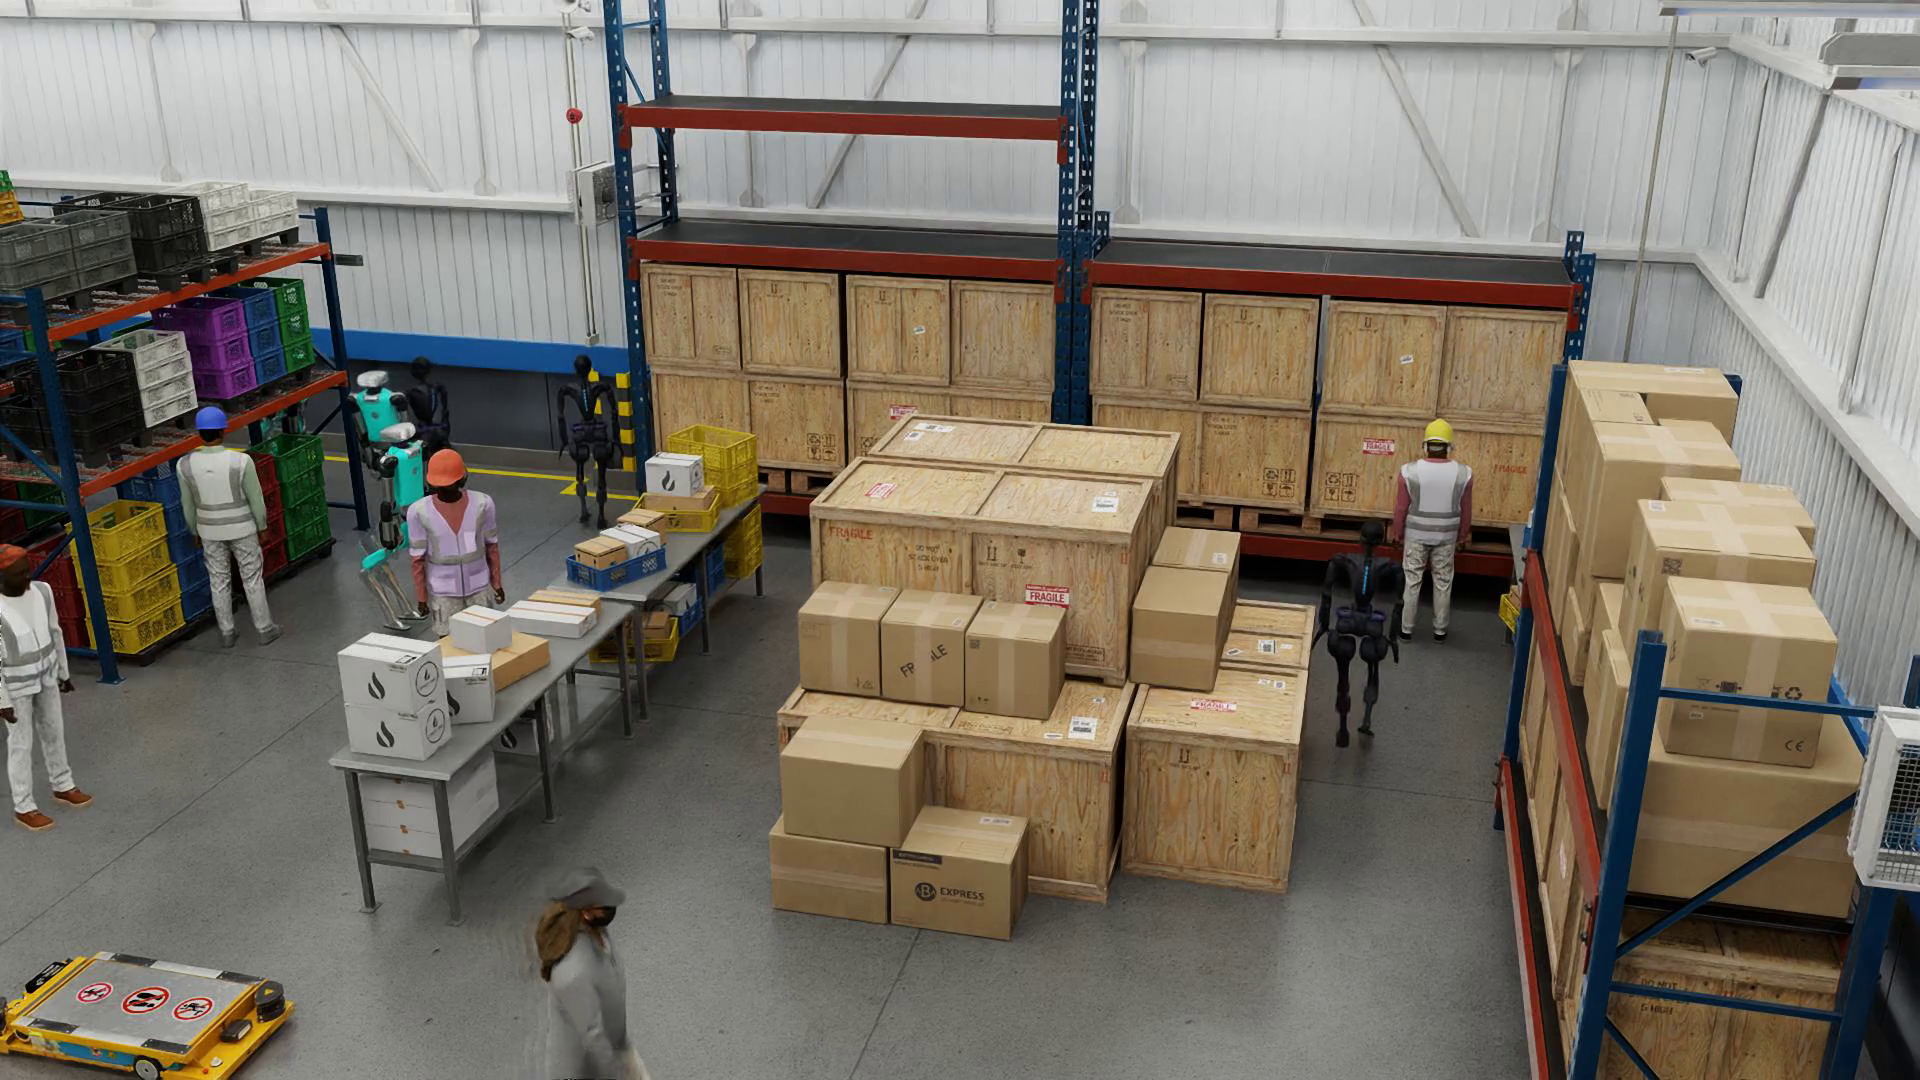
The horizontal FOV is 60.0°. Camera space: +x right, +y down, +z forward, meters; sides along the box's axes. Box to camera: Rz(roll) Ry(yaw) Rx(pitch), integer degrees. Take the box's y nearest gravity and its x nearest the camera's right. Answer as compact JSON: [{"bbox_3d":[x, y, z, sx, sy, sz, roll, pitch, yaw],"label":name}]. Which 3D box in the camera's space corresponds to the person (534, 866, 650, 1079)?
[{"bbox_3d":[-1.637,2.195,7.262,0.926,1.717,0.564,1,21,3],"label":"person"}]

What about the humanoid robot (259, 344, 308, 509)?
[{"bbox_3d":[-6.444,-1.075,15.721,0.723,1.737,0.530,-5,21,-12],"label":"humanoid robot"}]

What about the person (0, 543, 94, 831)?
[{"bbox_3d":[-5.836,0.904,10.441,0.357,1.878,0.571,7,22,19],"label":"person"}]

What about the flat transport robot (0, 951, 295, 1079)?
[{"bbox_3d":[-4.270,2.464,8.601,1.431,0.231,0.659,5,22,13],"label":"flat transport robot"}]

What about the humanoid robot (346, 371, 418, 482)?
[{"bbox_3d":[-5.016,-0.729,14.934,0.544,1.770,0.879,2,21,4],"label":"humanoid robot"}]

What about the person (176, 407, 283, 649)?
[{"bbox_3d":[-5.683,-0.087,12.932,0.605,1.940,0.400,-2,21,-6],"label":"person"}]

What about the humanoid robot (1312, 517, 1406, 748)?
[{"bbox_3d":[2.728,0.637,11.414,0.598,1.645,0.354,5,21,13],"label":"humanoid robot"}]

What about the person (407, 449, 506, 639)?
[{"bbox_3d":[-3.519,0.327,11.714,0.613,2.037,0.386,-10,23,-25],"label":"person"}]

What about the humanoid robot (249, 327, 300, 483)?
[{"bbox_3d":[-6.846,-1.366,16.476,0.679,1.741,0.531,7,22,17],"label":"humanoid robot"}]

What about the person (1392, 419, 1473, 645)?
[{"bbox_3d":[3.675,-0.052,13.006,0.588,1.821,0.403,3,21,8],"label":"person"}]

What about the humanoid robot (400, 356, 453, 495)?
[{"bbox_3d":[-4.991,-0.912,15.563,0.791,1.631,0.614,13,25,31],"label":"humanoid robot"}]

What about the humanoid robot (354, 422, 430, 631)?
[{"bbox_3d":[-4.540,-0.124,13.169,0.737,1.694,0.530,7,22,18],"label":"humanoid robot"}]

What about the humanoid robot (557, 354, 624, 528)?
[{"bbox_3d":[-3.451,-0.931,15.507,0.600,1.644,0.401,-4,21,-11],"label":"humanoid robot"}]
